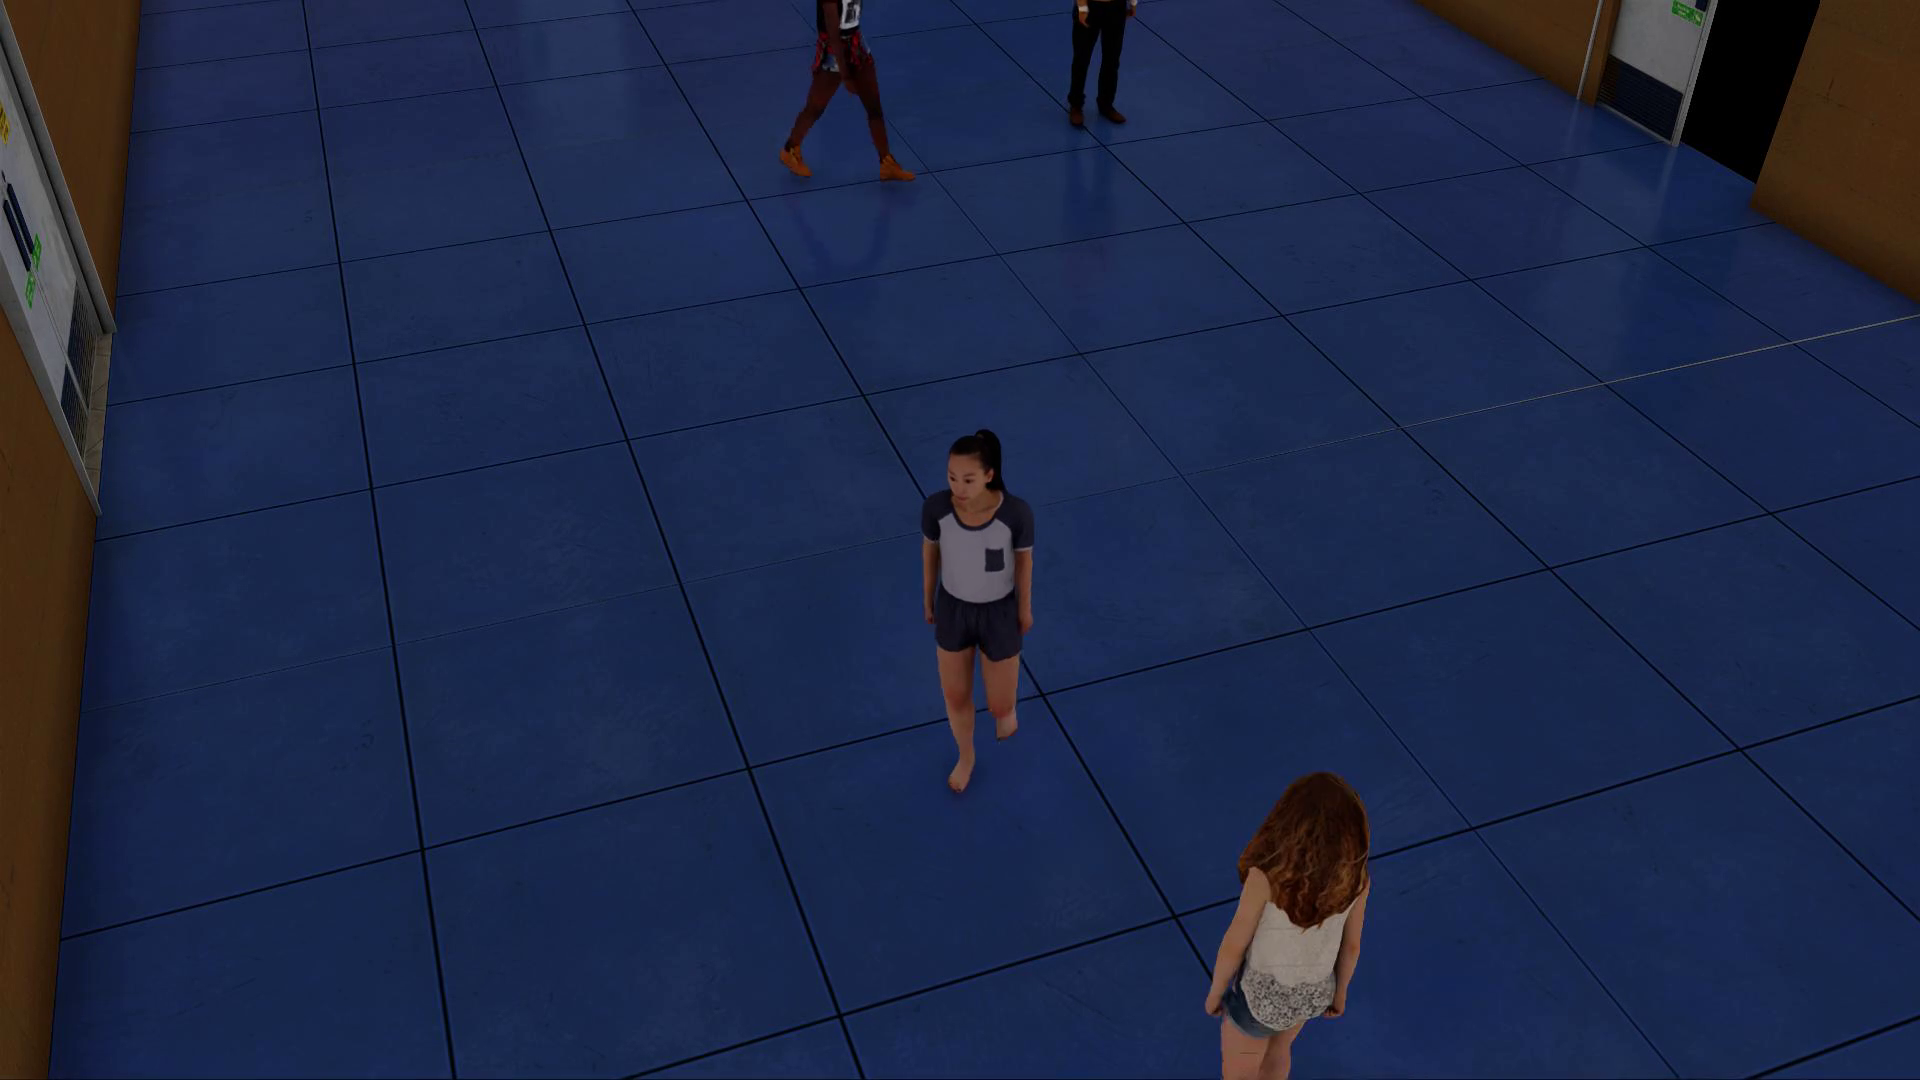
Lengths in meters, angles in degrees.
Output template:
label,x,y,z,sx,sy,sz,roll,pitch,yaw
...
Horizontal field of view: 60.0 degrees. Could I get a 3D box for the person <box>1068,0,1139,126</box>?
label,x,y,z,sx,sy,sz,roll,pitch,yaw
person,1.013,-3.857,11.948,0.506,1.747,0.726,-11,38,-14

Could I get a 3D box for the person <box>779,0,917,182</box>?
label,x,y,z,sx,sy,sz,roll,pitch,yaw
person,-0.883,-3.164,11.079,1.209,1.682,1.153,16,40,20

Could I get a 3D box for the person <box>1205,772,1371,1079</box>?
label,x,y,z,sx,sy,sz,roll,pitch,yaw
person,0.975,1.425,4.913,0.934,1.744,0.683,-9,38,-11

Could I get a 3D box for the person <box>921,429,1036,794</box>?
label,x,y,z,sx,sy,sz,roll,pitch,yaw
person,0.089,0.263,6.552,0.784,1.635,0.839,9,38,12
